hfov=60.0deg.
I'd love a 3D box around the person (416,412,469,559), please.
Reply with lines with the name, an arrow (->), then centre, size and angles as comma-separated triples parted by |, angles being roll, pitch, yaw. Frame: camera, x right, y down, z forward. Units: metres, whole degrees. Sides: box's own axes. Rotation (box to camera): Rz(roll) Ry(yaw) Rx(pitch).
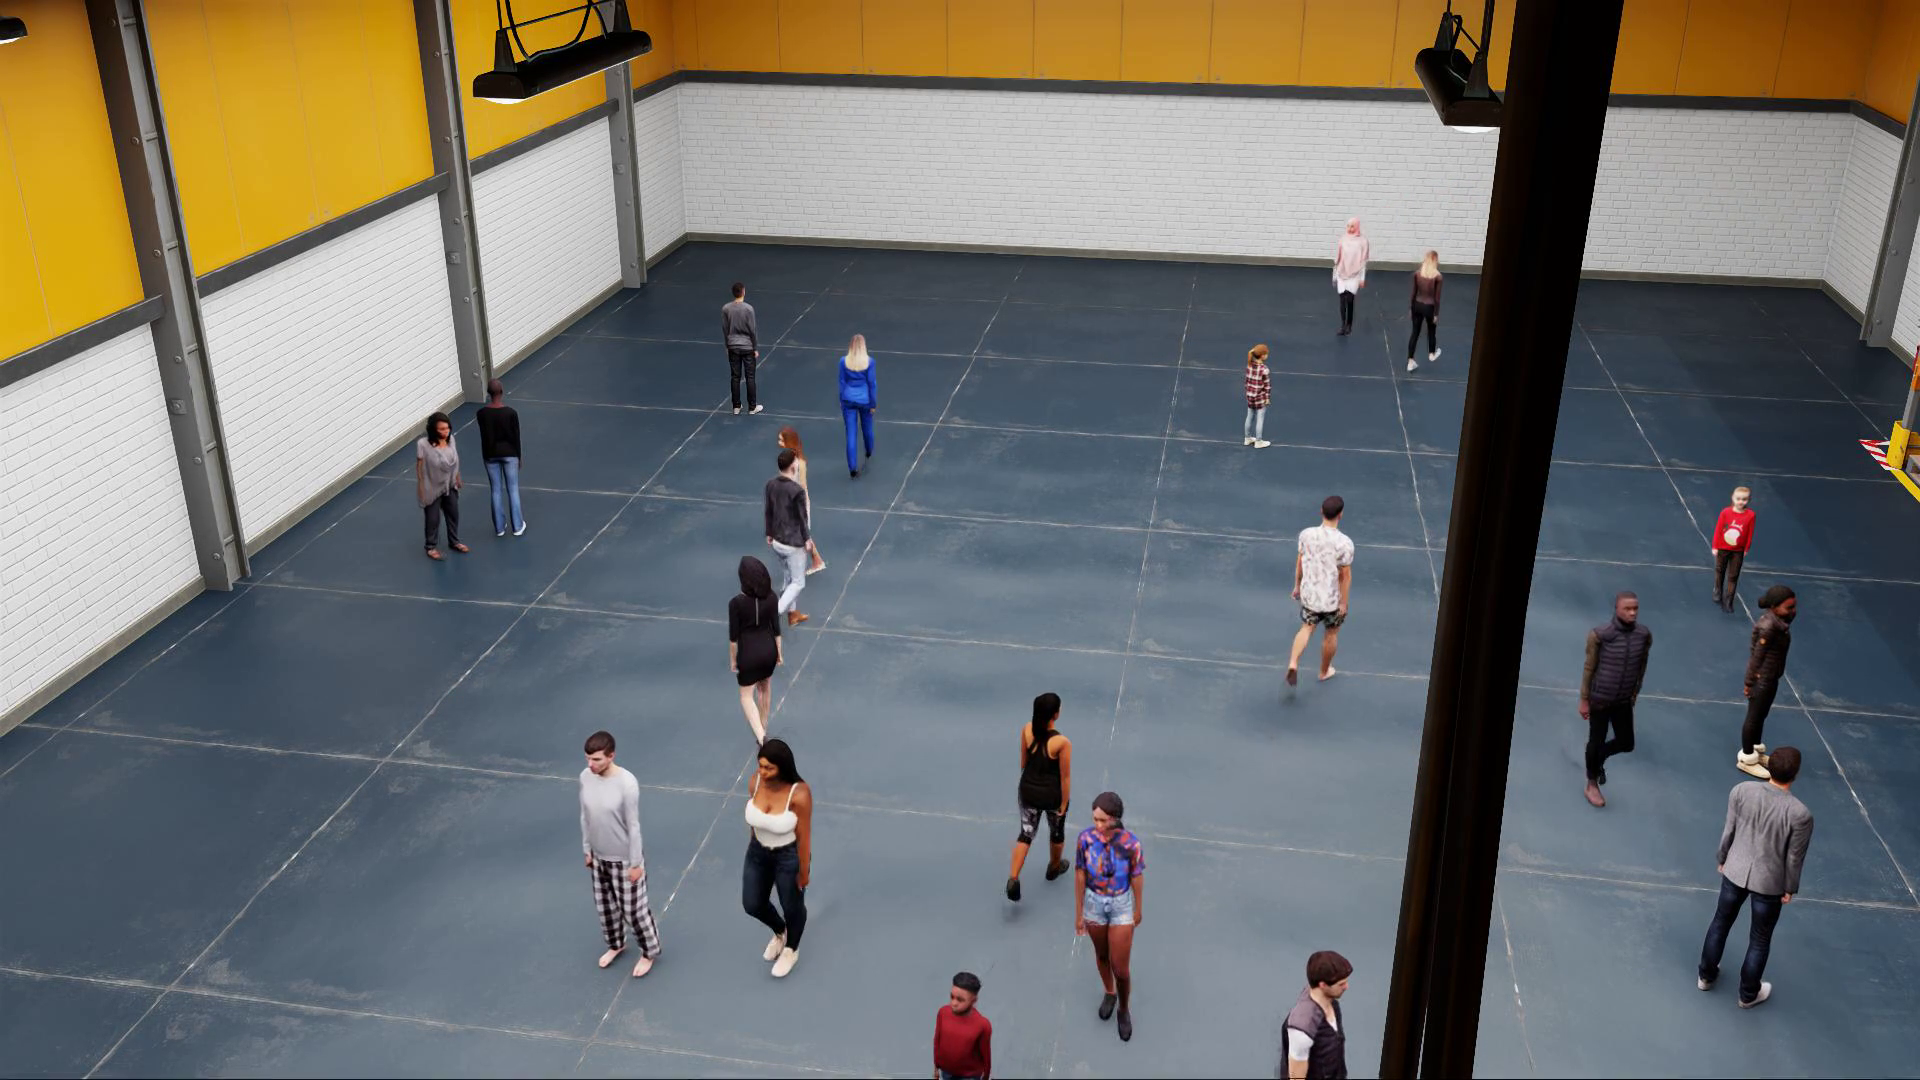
person -> -5.503, -0.598, 17.505 | 0.867, 1.596, 0.769 | 17, 29, 34

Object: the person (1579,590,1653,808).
person -> 5.079, 1.207, 13.090 | 0.791, 1.825, 0.824 | -2, 24, -4

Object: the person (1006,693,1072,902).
person -> 0.550, 1.836, 11.878 | 0.823, 1.643, 1.091 | 13, 27, 27

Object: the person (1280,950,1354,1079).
person -> 1.855, 2.985, 8.996 | 0.803, 1.846, 0.657 | 13, 27, 27

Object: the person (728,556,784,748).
person -> -1.636, 1.029, 13.553 | 0.933, 1.780, 1.064 | -10, 26, -23

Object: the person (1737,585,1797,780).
person -> 6.517, 1.118, 13.491 | 0.691, 1.666, 0.748 | -15, 28, -30

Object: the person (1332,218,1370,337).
person -> 5.860, -3.938, 24.901 | 0.746, 1.792, 0.769 | 15, 28, 31

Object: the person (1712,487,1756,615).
person -> 7.606, 0.064, 16.423 | 0.607, 1.249, 0.925 | 8, 25, 18

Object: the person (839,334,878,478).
person -> -1.225, -1.555, 19.614 | 0.692, 1.660, 1.116 | 2, 24, 4

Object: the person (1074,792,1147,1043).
person -> 0.953, 2.325, 10.661 | 0.610, 1.723, 0.707 | 6, 24, 12

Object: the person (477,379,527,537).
person -> -4.967, -0.894, 17.993 | 0.651, 1.747, 0.644 | -3, 24, -7

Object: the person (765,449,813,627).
person -> -1.660, 0.057, 15.729 | 0.935, 1.818, 1.074 | 15, 28, 31

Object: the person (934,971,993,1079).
person -> 0.025, 3.016, 9.652 | 0.634, 1.264, 0.786 | 12, 26, 26

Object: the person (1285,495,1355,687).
person -> 3.190, 0.497, 14.747 | 0.913, 1.797, 1.064 | 16, 28, 32

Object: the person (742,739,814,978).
person -> -1.157, 2.076, 11.134 | 0.748, 1.798, 0.754 | 12, 26, 26

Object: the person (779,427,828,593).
person -> -1.639, -0.339, 16.778 | 0.919, 1.703, 0.875 | -19, 30, -36

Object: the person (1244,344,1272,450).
person -> 3.677, -1.789, 20.590 | 0.665, 1.307, 0.615 | -18, 29, -35

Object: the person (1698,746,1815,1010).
person -> 5.175, 2.180, 10.809 | 0.787, 1.869, 0.770 | -22, 32, -40

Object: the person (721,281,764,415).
person -> -2.846, -2.502, 21.656 | 0.604, 1.760, 0.521 | 4, 24, 9

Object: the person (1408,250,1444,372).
person -> 6.481, -3.183, 23.333 | 0.943, 1.665, 1.146 | 18, 29, 35

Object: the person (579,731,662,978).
person -> -2.290, 2.070, 11.095 | 0.685, 1.841, 0.672 | 11, 26, 24
